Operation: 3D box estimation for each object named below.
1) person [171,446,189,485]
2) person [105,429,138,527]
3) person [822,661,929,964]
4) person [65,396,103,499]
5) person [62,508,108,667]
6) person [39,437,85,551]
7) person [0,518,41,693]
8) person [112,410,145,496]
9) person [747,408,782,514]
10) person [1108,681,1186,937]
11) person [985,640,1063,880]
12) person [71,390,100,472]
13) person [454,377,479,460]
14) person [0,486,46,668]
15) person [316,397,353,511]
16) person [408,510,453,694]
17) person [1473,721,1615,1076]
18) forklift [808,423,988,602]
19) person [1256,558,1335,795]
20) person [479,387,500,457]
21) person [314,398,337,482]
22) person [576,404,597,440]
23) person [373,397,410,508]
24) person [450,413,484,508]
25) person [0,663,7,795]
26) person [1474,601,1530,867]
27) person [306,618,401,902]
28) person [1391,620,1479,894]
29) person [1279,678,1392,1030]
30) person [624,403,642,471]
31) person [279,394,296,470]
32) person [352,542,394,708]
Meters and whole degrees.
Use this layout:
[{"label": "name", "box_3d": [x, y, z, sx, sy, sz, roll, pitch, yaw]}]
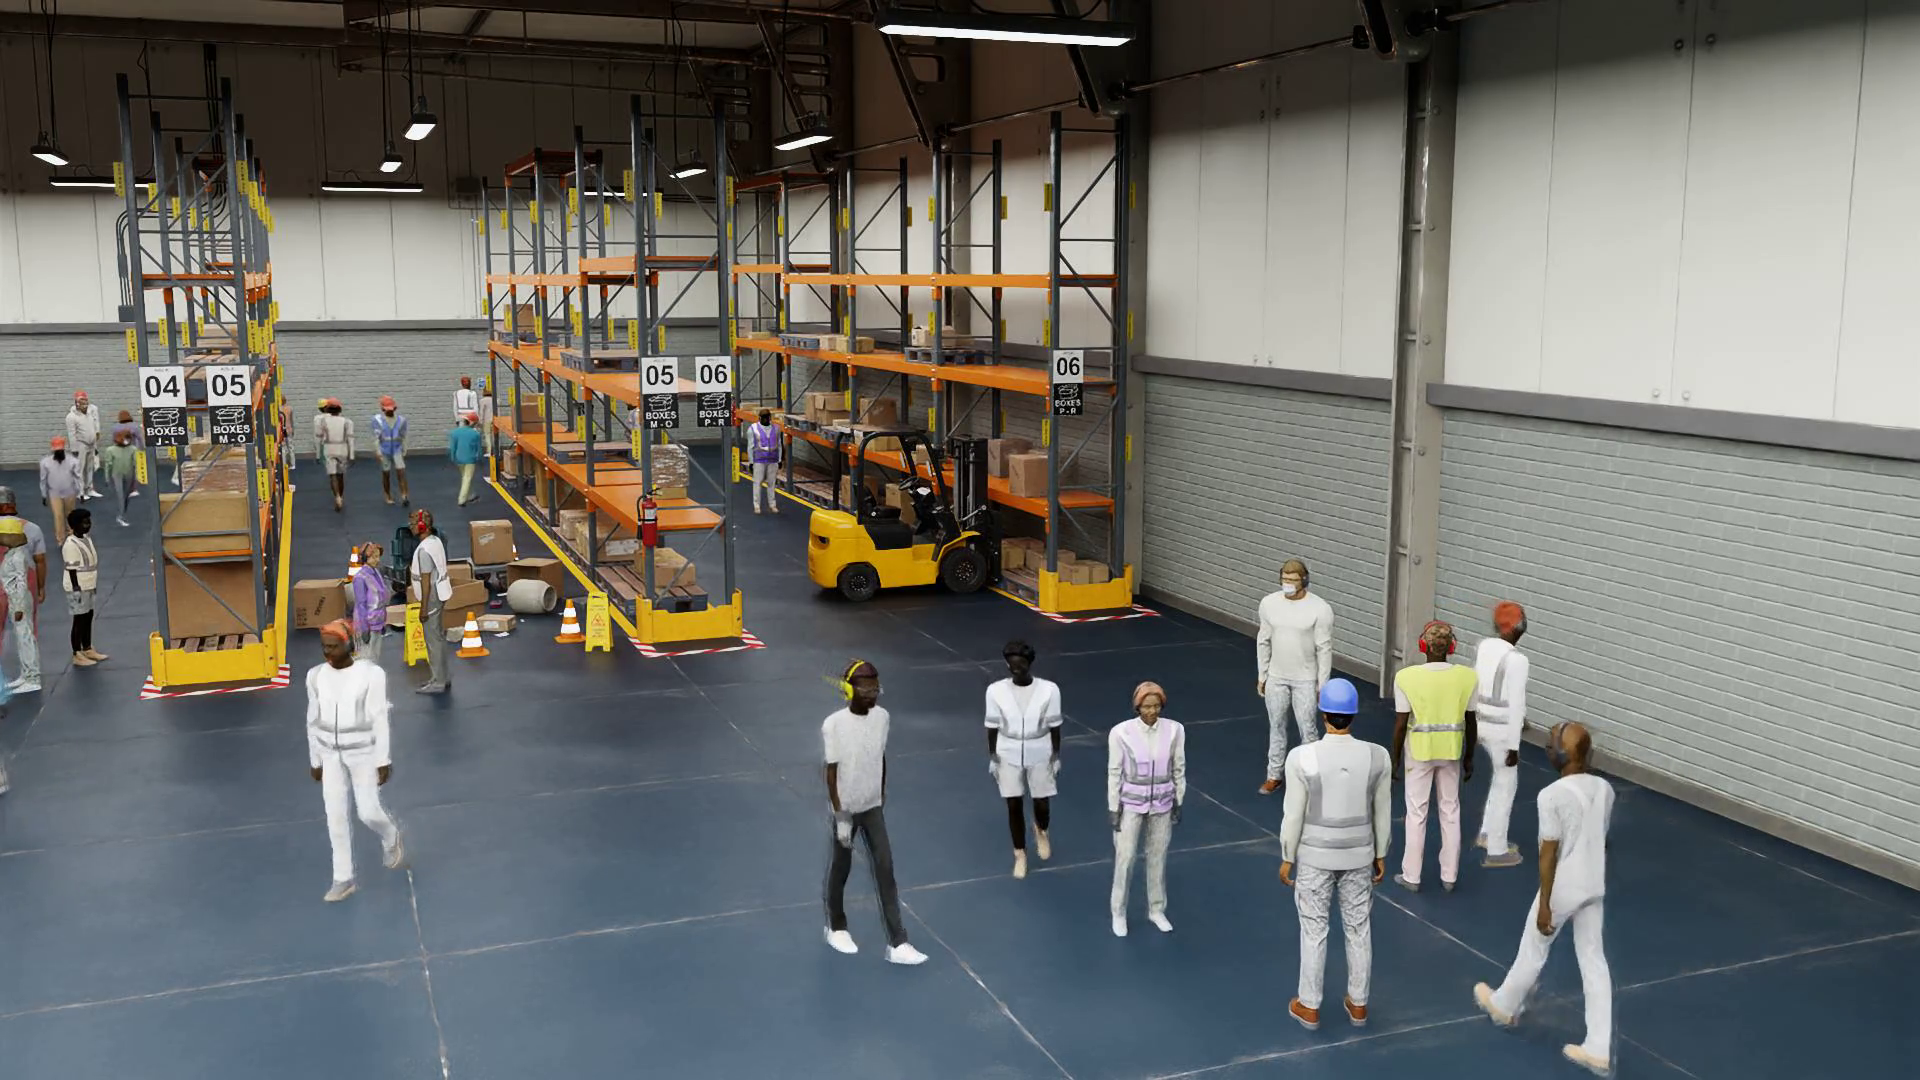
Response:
[{"label": "person", "box_3d": [-15.330, -1.980, 32.705, 0.453, 1.854, 0.527, -6, 11, -32]}, {"label": "person", "box_3d": [-13.905, -1.048, 27.591, 0.706, 1.605, 0.522, 9, 13, 44]}, {"label": "person", "box_3d": [-0.550, 1.647, 9.935, 0.496, 1.838, 0.868, -6, 11, -34]}, {"label": "person", "box_3d": [-16.233, -1.711, 30.844, 0.410, 1.907, 0.642, 1, 9, 7]}, {"label": "person", "box_3d": [-9.302, 0.500, 17.611, 0.319, 1.689, 0.539, -1, 9, -9]}, {"label": "person", "box_3d": [-13.549, -0.704, 25.124, 0.582, 1.702, 0.895, -5, 10, -30]}, {"label": "person", "box_3d": [-9.374, 0.643, 16.527, 0.290, 1.746, 0.485, -6, 11, -35]}, {"label": "person", "box_3d": [-15.579, -1.629, 31.241, 0.588, 1.616, 0.468, 0, 9, 2]}, {"label": "person", "box_3d": [-3.375, -1.370, 28.904, 0.634, 1.839, 0.429, -5, 10, -27]}, {"label": "person", "box_3d": [1.162, 1.675, 10.412, 0.516, 1.632, 0.320, -2, 9, -13]}, {"label": "person", "box_3d": [0.437, 1.493, 11.411, 0.534, 1.678, 0.406, 1, 9, 3]}, {"label": "person", "box_3d": [-18.406, -2.286, 34.984, 0.573, 1.739, 0.350, -1, 9, -8]}, {"label": "person", "box_3d": [-11.015, -2.700, 37.141, 0.574, 1.881, 0.357, 3, 9, 16]}, {"label": "person", "box_3d": [-9.631, 0.447, 16.831, 0.685, 2.000, 0.535, -6, 11, -35]}, {"label": "person", "box_3d": [-11.008, -1.513, 29.348, 0.625, 1.999, 1.034, -5, 10, -27]}, {"label": "person", "box_3d": [-5.236, 0.606, 16.491, 0.389, 1.837, 0.560, -2, 9, -11]}, {"label": "person", "box_3d": [3.168, 1.837, 8.839, 0.546, 1.798, 0.947, -4, 10, -23]}, {"label": "forklift", "box_3d": [-0.830, -0.399, 21.676, 2.313, 2.155, 1.214, -4, 10, -21]}, {"label": "person", "box_3d": [2.631, 1.090, 13.126, 0.637, 1.936, 0.362, 6, 11, 35]}, {"label": "person", "box_3d": [-10.745, -2.716, 38.050, 0.276, 1.625, 0.505, 8, 12, 41]}, {"label": "person", "box_3d": [-12.328, -1.904, 32.513, 0.473, 1.749, 0.566, 8, 12, 41]}, {"label": "person", "box_3d": [-7.171, -1.800, 32.067, 0.531, 1.693, 0.320, 8, 12, 42]}, {"label": "person", "box_3d": [-10.128, -1.557, 29.671, 0.601, 1.972, 1.040, -5, 10, -28]}, {"label": "person", "box_3d": [-8.795, -1.439, 29.811, 0.592, 1.685, 0.871, 3, 9, 16]}, {"label": "person", "box_3d": [-7.699, 1.301, 12.833, 0.513, 1.607, 0.774, 2, 9, 15]}, {"label": "person", "box_3d": [3.848, 1.348, 11.749, 0.499, 1.856, 0.595, -2, 9, -15]}, {"label": "person", "box_3d": [-4.065, 1.436, 11.128, 0.598, 1.873, 0.645, 1, 9, 9]}, {"label": "person", "box_3d": [3.162, 1.454, 11.104, 0.570, 1.845, 0.383, 0, 9, -3]}, {"label": "person", "box_3d": [2.052, 1.717, 9.129, 0.617, 1.946, 0.396, -1, 9, -6]}, {"label": "person", "box_3d": [-6.439, -2.001, 32.941, 0.404, 1.824, 0.586, -3, 10, -19]}, {"label": "person", "box_3d": [-14.316, -2.268, 35.191, 0.310, 1.636, 0.523, 5, 10, 28]}, {"label": "person", "box_3d": [-5.557, 0.830, 15.684, 0.311, 1.639, 0.512, -1, 9, -3]}]
